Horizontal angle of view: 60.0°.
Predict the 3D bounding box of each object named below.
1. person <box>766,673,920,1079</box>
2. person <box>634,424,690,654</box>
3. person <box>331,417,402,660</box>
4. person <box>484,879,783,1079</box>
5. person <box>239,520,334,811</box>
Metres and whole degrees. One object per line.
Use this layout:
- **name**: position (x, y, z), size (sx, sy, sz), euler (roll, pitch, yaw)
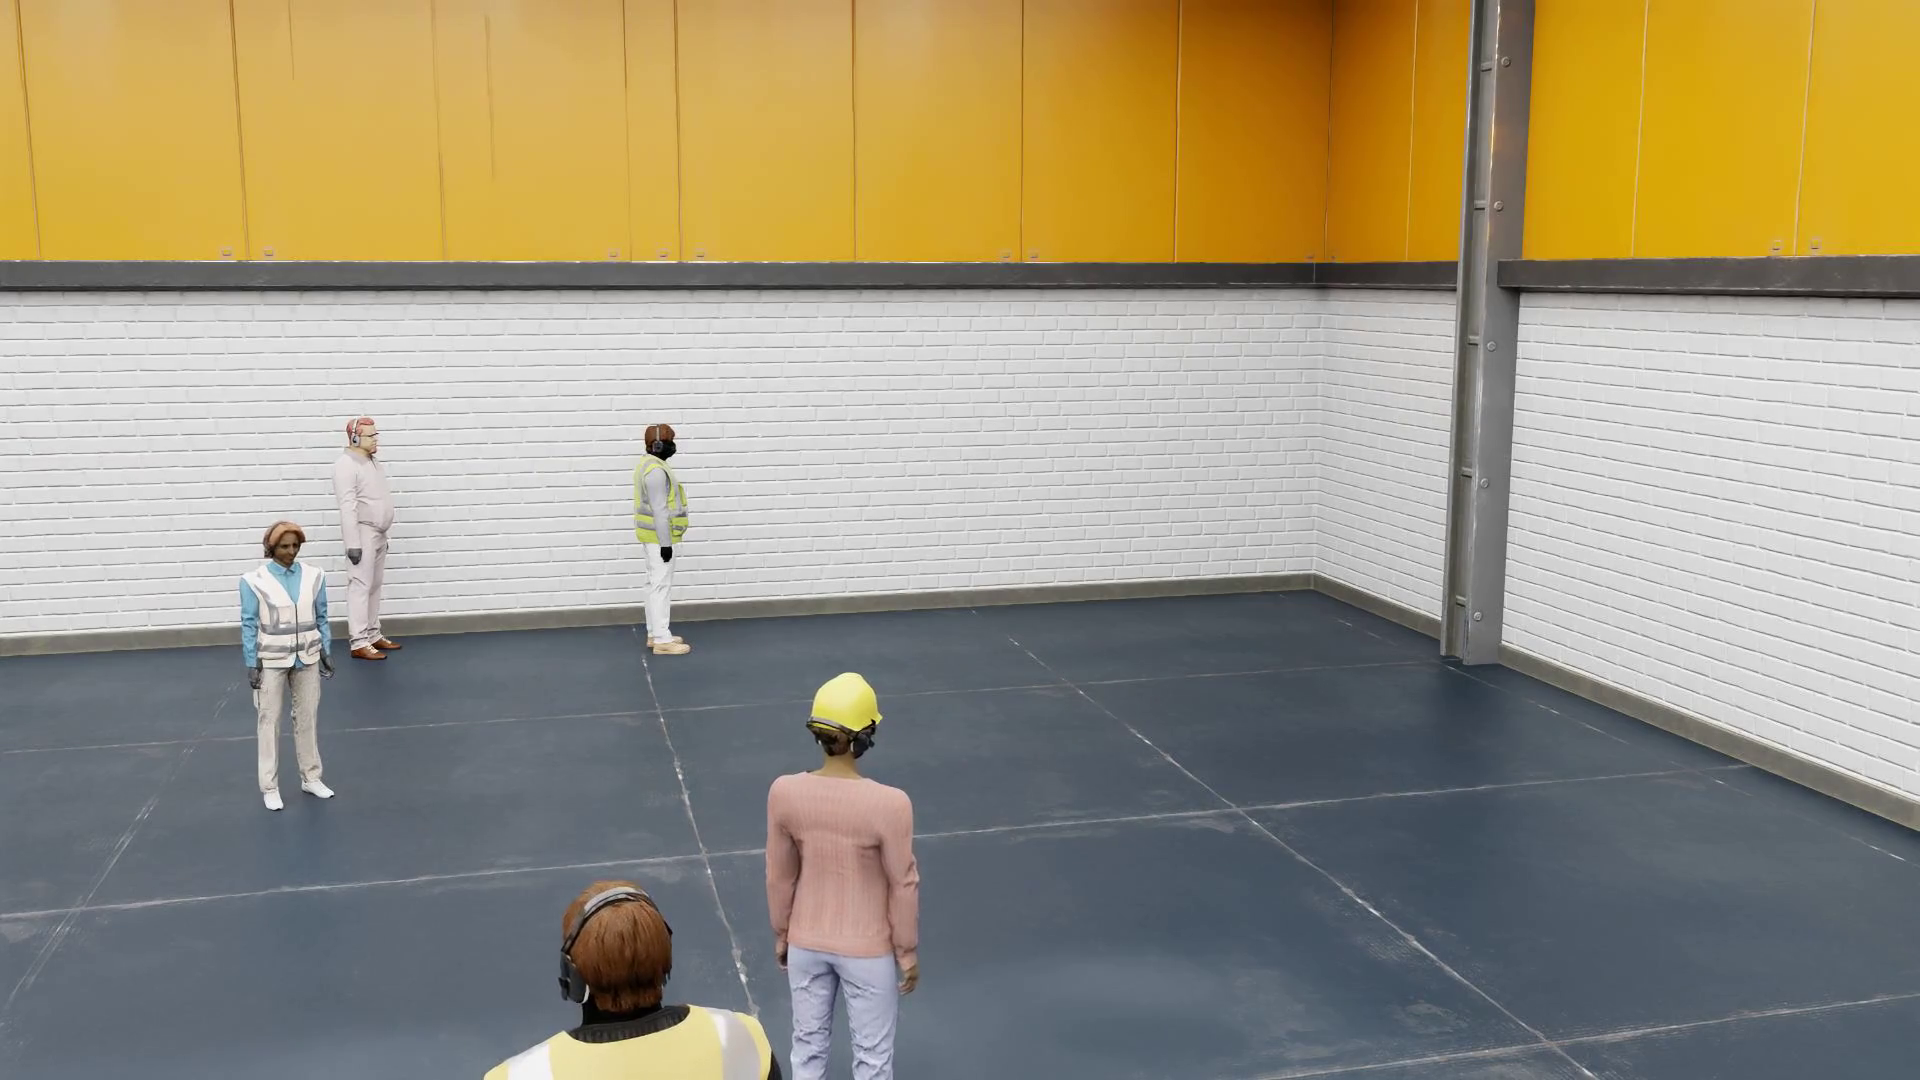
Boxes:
- **person**: position (-0.368, 1.300, 5.361), size (0.522, 1.769, 0.327), euler (4, 10, 23)
- **person**: position (-2.384, -0.012, 13.321), size (0.429, 1.844, 0.625), euler (-3, 10, -18)
- **person**: position (-4.679, -0.018, 13.153), size (0.409, 1.907, 0.651), euler (0, 9, 0)
- **person**: position (-0.669, 1.579, 3.387), size (0.627, 1.844, 0.429), euler (-5, 10, -28)
- **person**: position (-3.834, 0.703, 9.494), size (0.309, 1.637, 0.512), euler (8, 12, 42)
